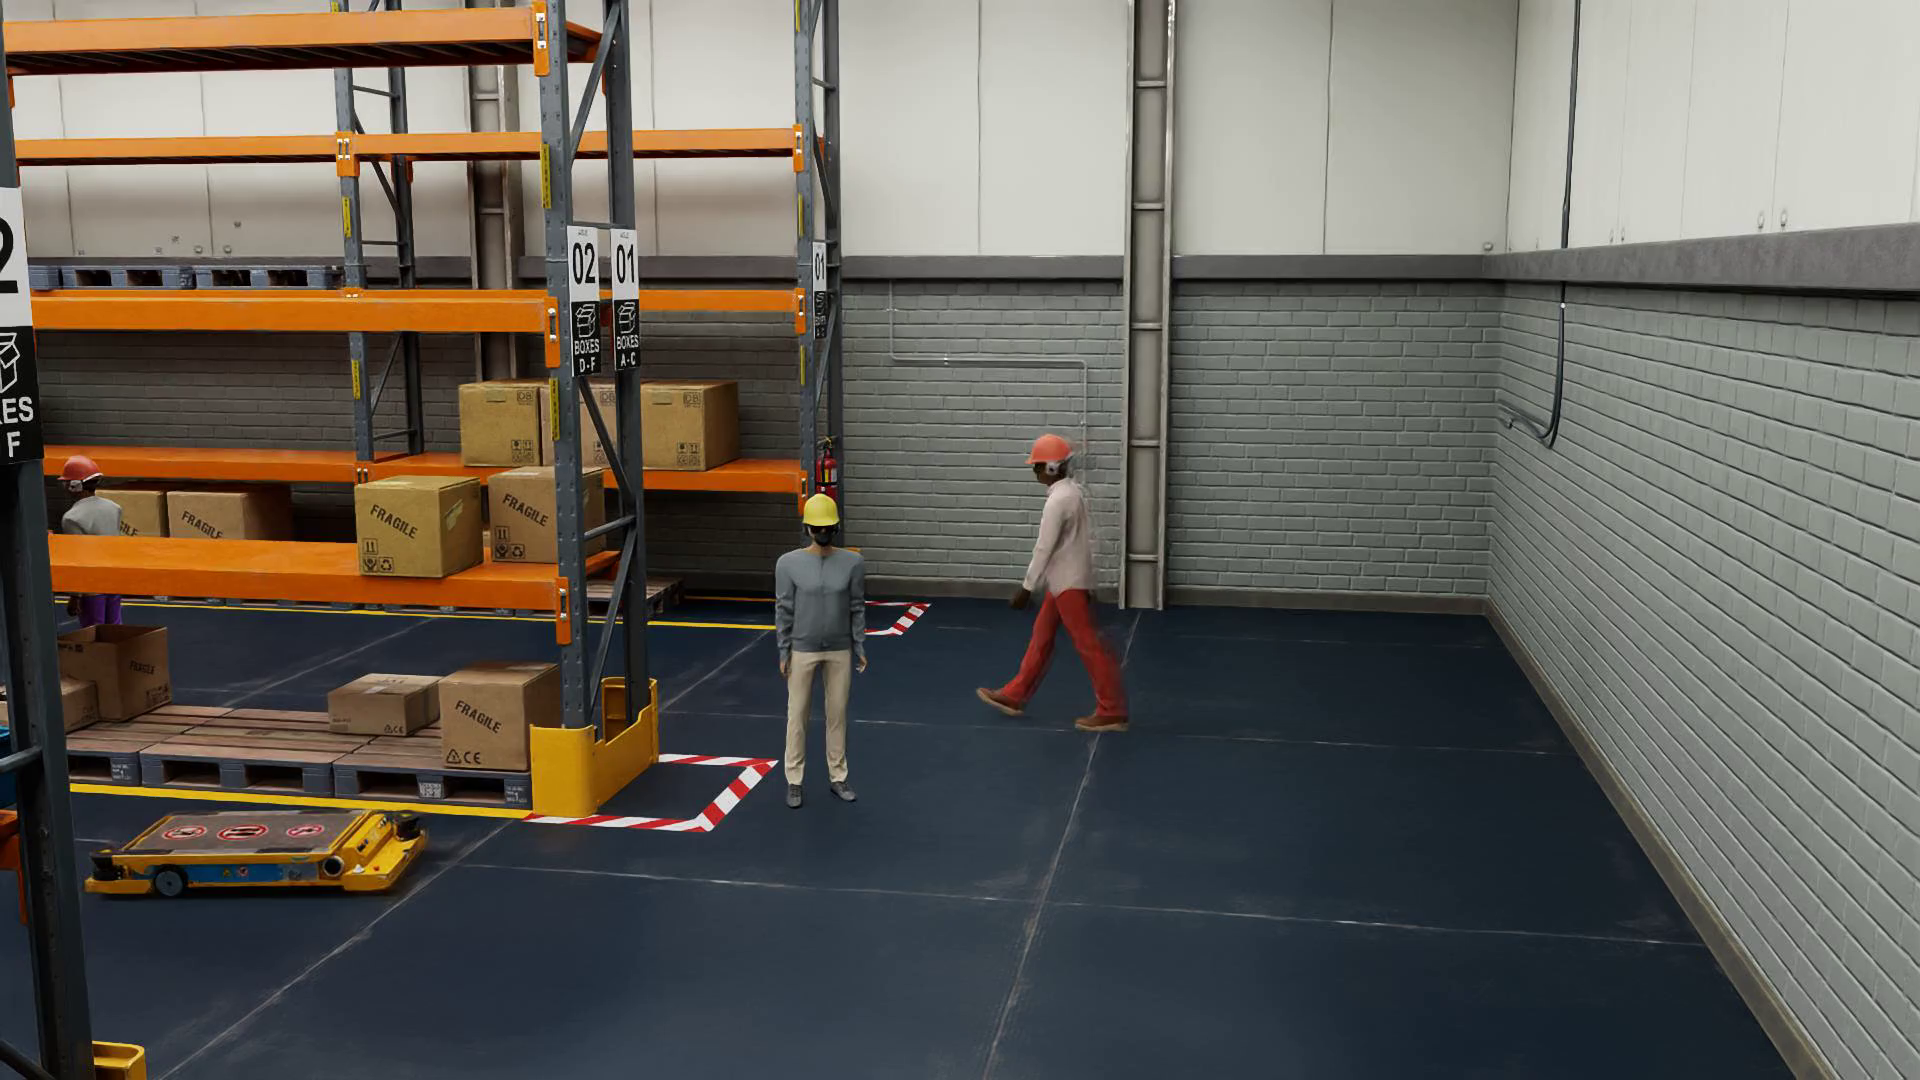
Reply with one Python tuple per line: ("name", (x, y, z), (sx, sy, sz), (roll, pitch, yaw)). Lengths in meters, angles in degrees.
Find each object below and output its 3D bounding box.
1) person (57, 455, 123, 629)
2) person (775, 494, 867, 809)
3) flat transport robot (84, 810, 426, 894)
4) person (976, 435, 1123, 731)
("person", (-5.917, 0.296, 11.330), (0.334, 1.753, 0.562), (1, 9, 4))
("person", (-0.772, 0.615, 9.319), (0.525, 1.769, 0.327), (-3, 10, -18))
("flat transport robot", (-3.461, 1.534, 8.241), (1.431, 0.197, 0.652), (0, 9, -2))
("person", (0.605, 0.281, 10.885), (1.047, 1.925, 0.613), (2, 9, 11))
